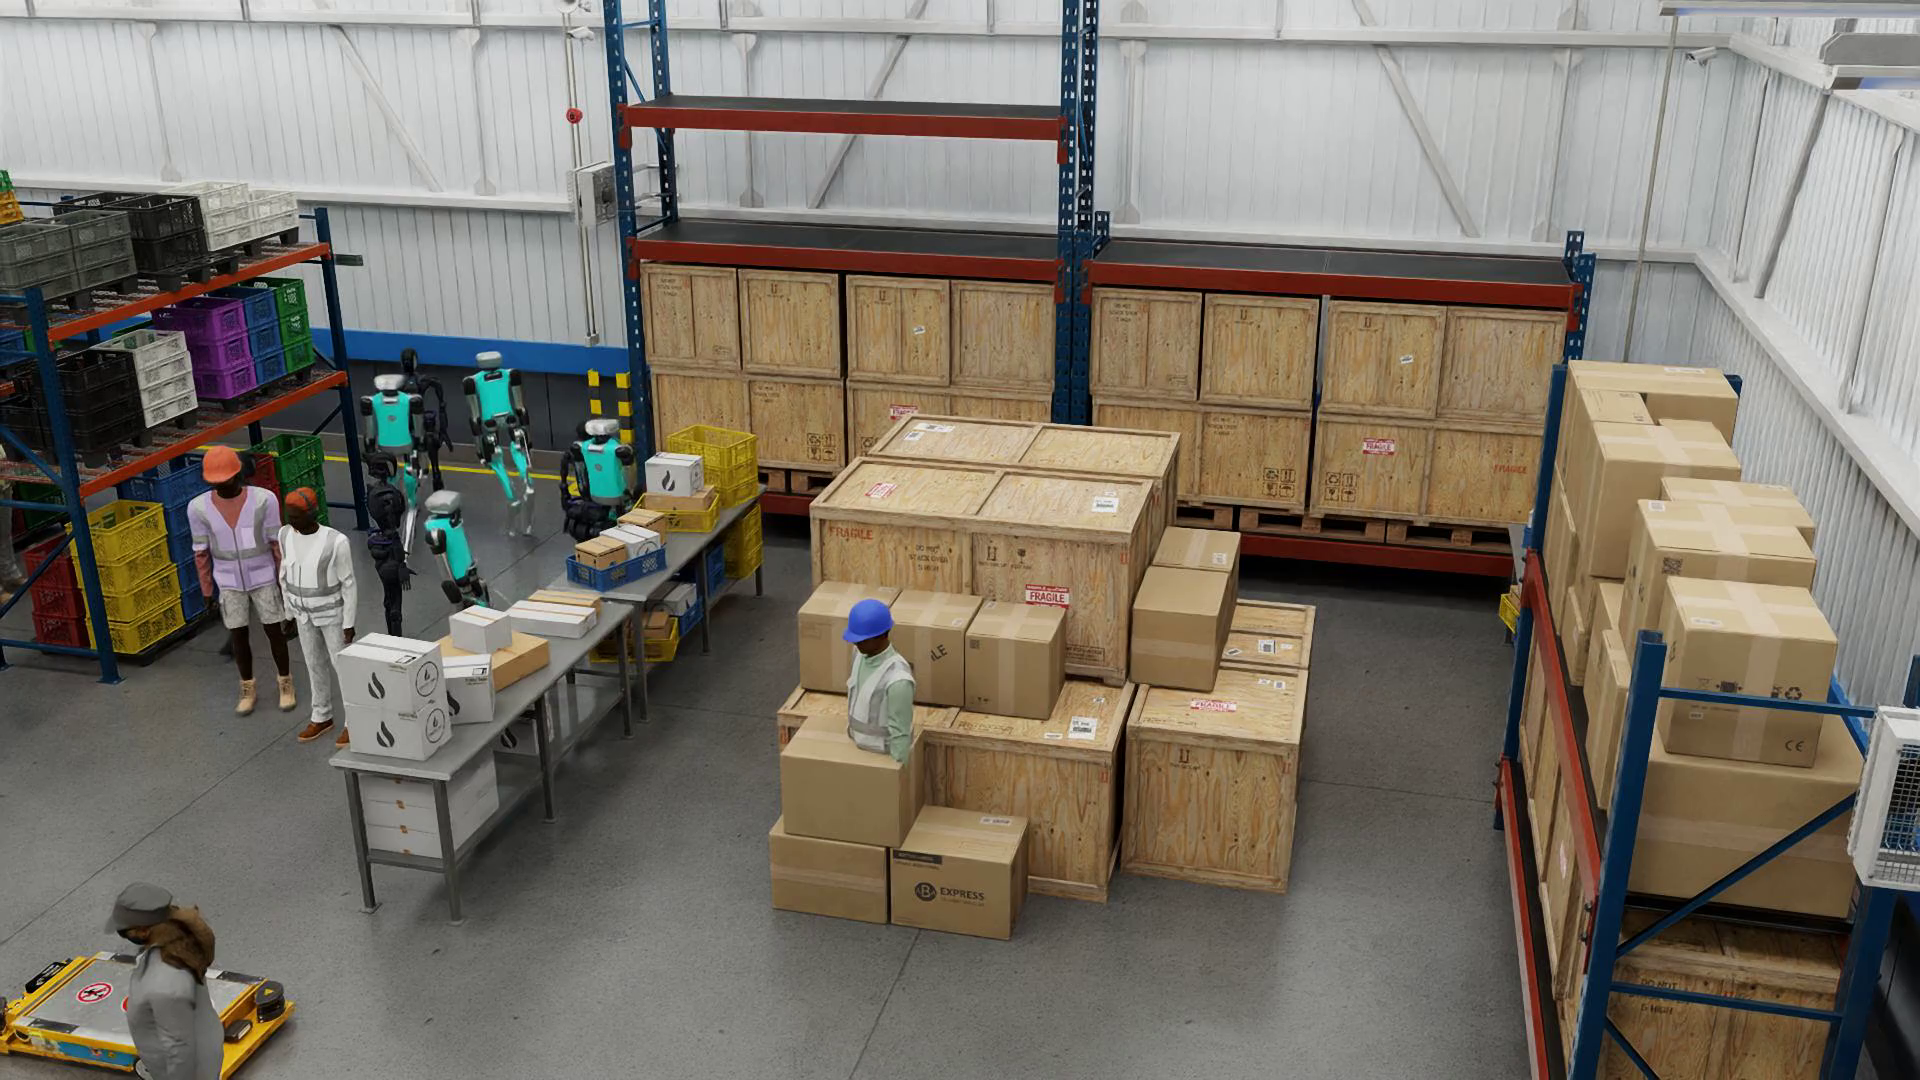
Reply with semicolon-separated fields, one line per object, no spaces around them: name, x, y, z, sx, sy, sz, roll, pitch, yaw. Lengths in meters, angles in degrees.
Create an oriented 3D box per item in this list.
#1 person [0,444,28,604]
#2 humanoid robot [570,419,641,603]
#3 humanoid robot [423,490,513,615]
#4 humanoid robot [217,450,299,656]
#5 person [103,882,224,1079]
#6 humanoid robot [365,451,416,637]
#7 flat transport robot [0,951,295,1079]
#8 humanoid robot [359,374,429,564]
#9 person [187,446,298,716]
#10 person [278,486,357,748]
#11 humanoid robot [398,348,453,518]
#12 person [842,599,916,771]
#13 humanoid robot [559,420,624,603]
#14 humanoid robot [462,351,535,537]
person;-8.098;-0.391;13.867;0.429;1.844;0.621;1;21;2
humanoid robot;-2.741;-0.224;13.598;0.540;1.735;1.030;6;22;15
humanoid robot;-3.268;0.544;11.715;0.822;1.877;0.543;-1;21;-3
humanoid robot;-5.506;0.103;12.897;0.600;1.648;0.772;11;23;26
person;-3.320;2.225;7.131;0.404;1.762;0.562;-9;23;-21
humanoid robot;-4.359;0.121;12.746;0.310;1.655;0.604;-10;23;-24
flat transport robot;-4.270;2.464;8.601;1.431;0.231;0.659;5;22;13
humanoid robot;-5.006;-0.723;14.913;0.541;1.757;0.971;-5;21;-12
person;-5.087;0.293;11.822;0.608;2.031;0.405;-6;22;-15
person;-4.394;0.523;11.413;0.573;1.886;0.354;7;22;17
humanoid robot;-5.106;-1.008;15.707;0.590;1.653;0.323;-5;21;-13
person;-0.468;1.219;9.535;0.416;1.932;0.613;-10;23;-25
humanoid robot;-2.980;-0.178;13.529;0.615;1.650;0.313;6;22;16
humanoid robot;-4.058;-0.761;15.009;0.543;1.781;0.833;-13;24;-30
